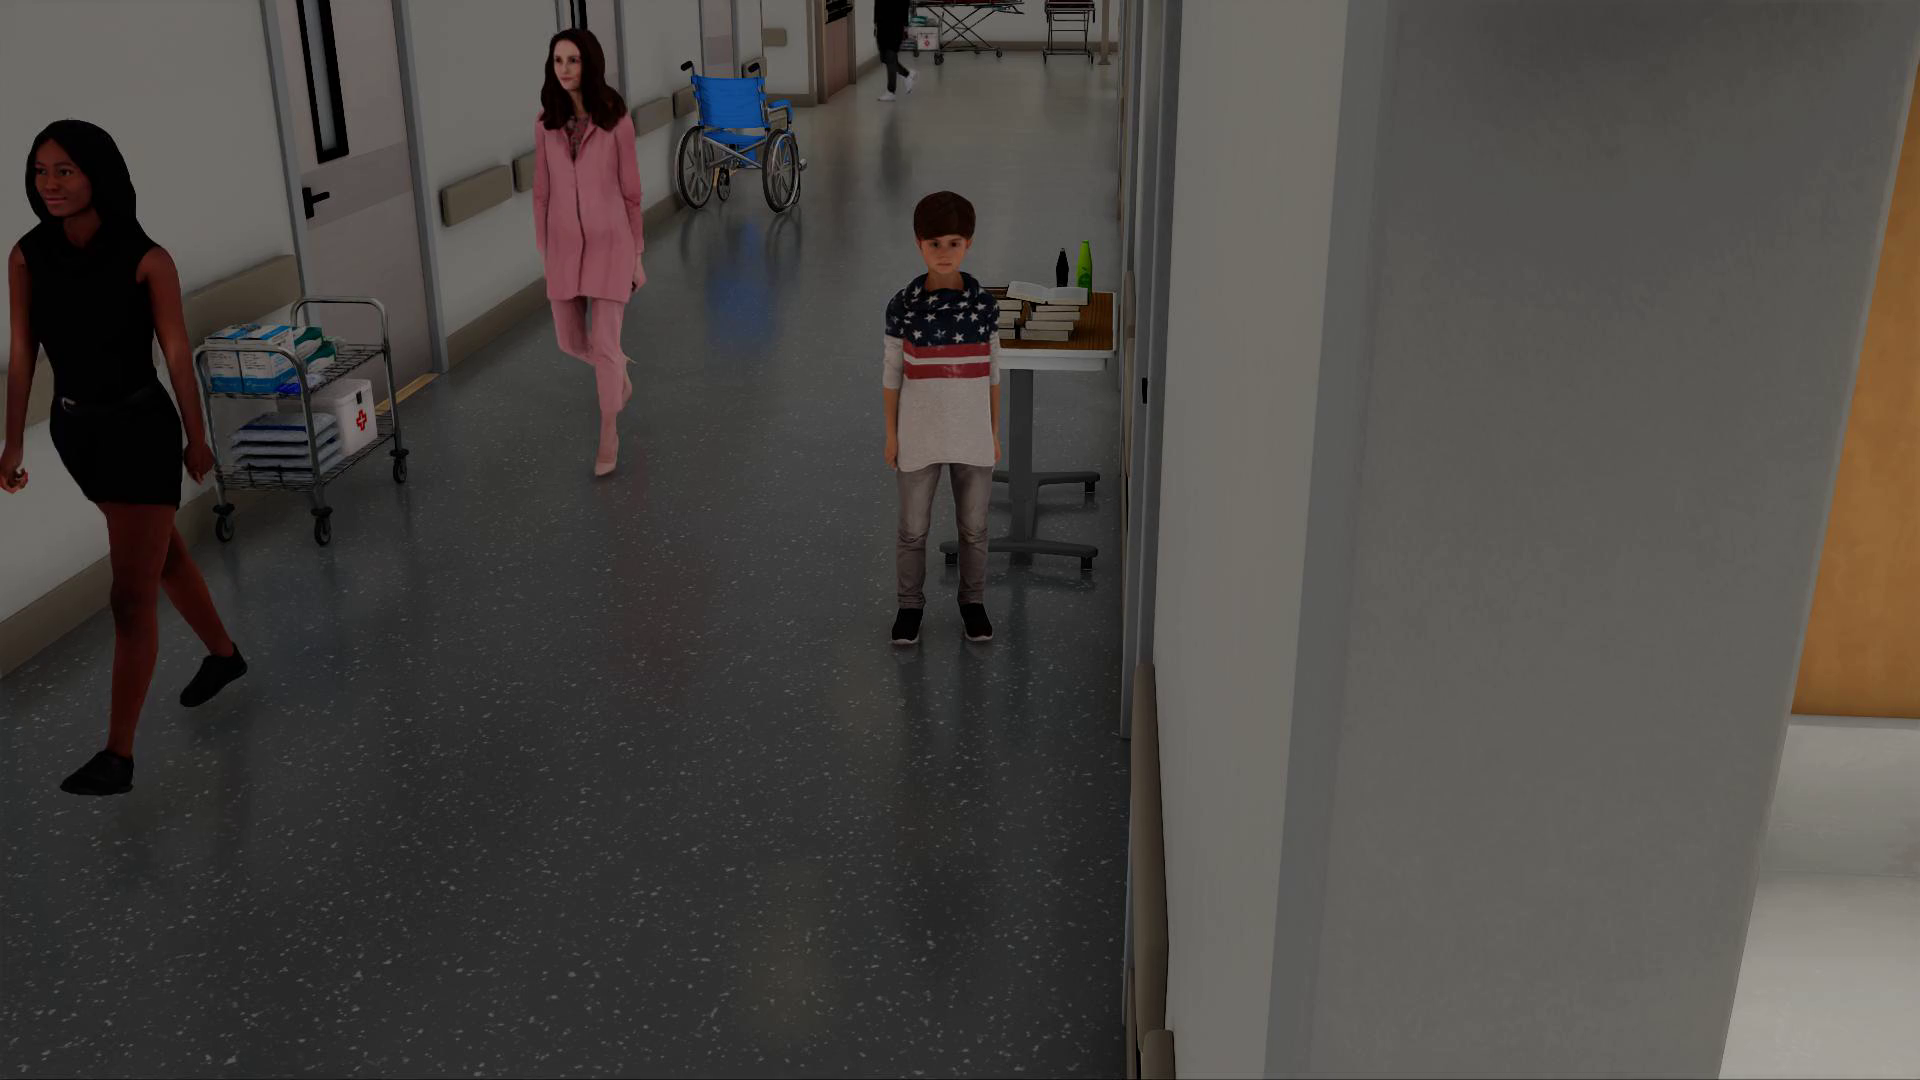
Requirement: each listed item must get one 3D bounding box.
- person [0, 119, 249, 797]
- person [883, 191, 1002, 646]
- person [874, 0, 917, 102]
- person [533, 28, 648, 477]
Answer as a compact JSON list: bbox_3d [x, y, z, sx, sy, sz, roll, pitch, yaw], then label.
[{"bbox_3d":[-2.223,-0.233,4.523,0.675,1.684,1.203,4,21,10],"label":"person"},{"bbox_3d":[-0.049,-0.373,5.235,0.555,1.440,0.521,-2,21,-7],"label":"person"},{"bbox_3d":[-0.784,-6.292,20.438,0.976,1.741,1.105,16,26,36],"label":"person"},{"bbox_3d":[-1.494,-1.190,6.900,0.632,1.789,0.899,2,21,6],"label":"person"}]
